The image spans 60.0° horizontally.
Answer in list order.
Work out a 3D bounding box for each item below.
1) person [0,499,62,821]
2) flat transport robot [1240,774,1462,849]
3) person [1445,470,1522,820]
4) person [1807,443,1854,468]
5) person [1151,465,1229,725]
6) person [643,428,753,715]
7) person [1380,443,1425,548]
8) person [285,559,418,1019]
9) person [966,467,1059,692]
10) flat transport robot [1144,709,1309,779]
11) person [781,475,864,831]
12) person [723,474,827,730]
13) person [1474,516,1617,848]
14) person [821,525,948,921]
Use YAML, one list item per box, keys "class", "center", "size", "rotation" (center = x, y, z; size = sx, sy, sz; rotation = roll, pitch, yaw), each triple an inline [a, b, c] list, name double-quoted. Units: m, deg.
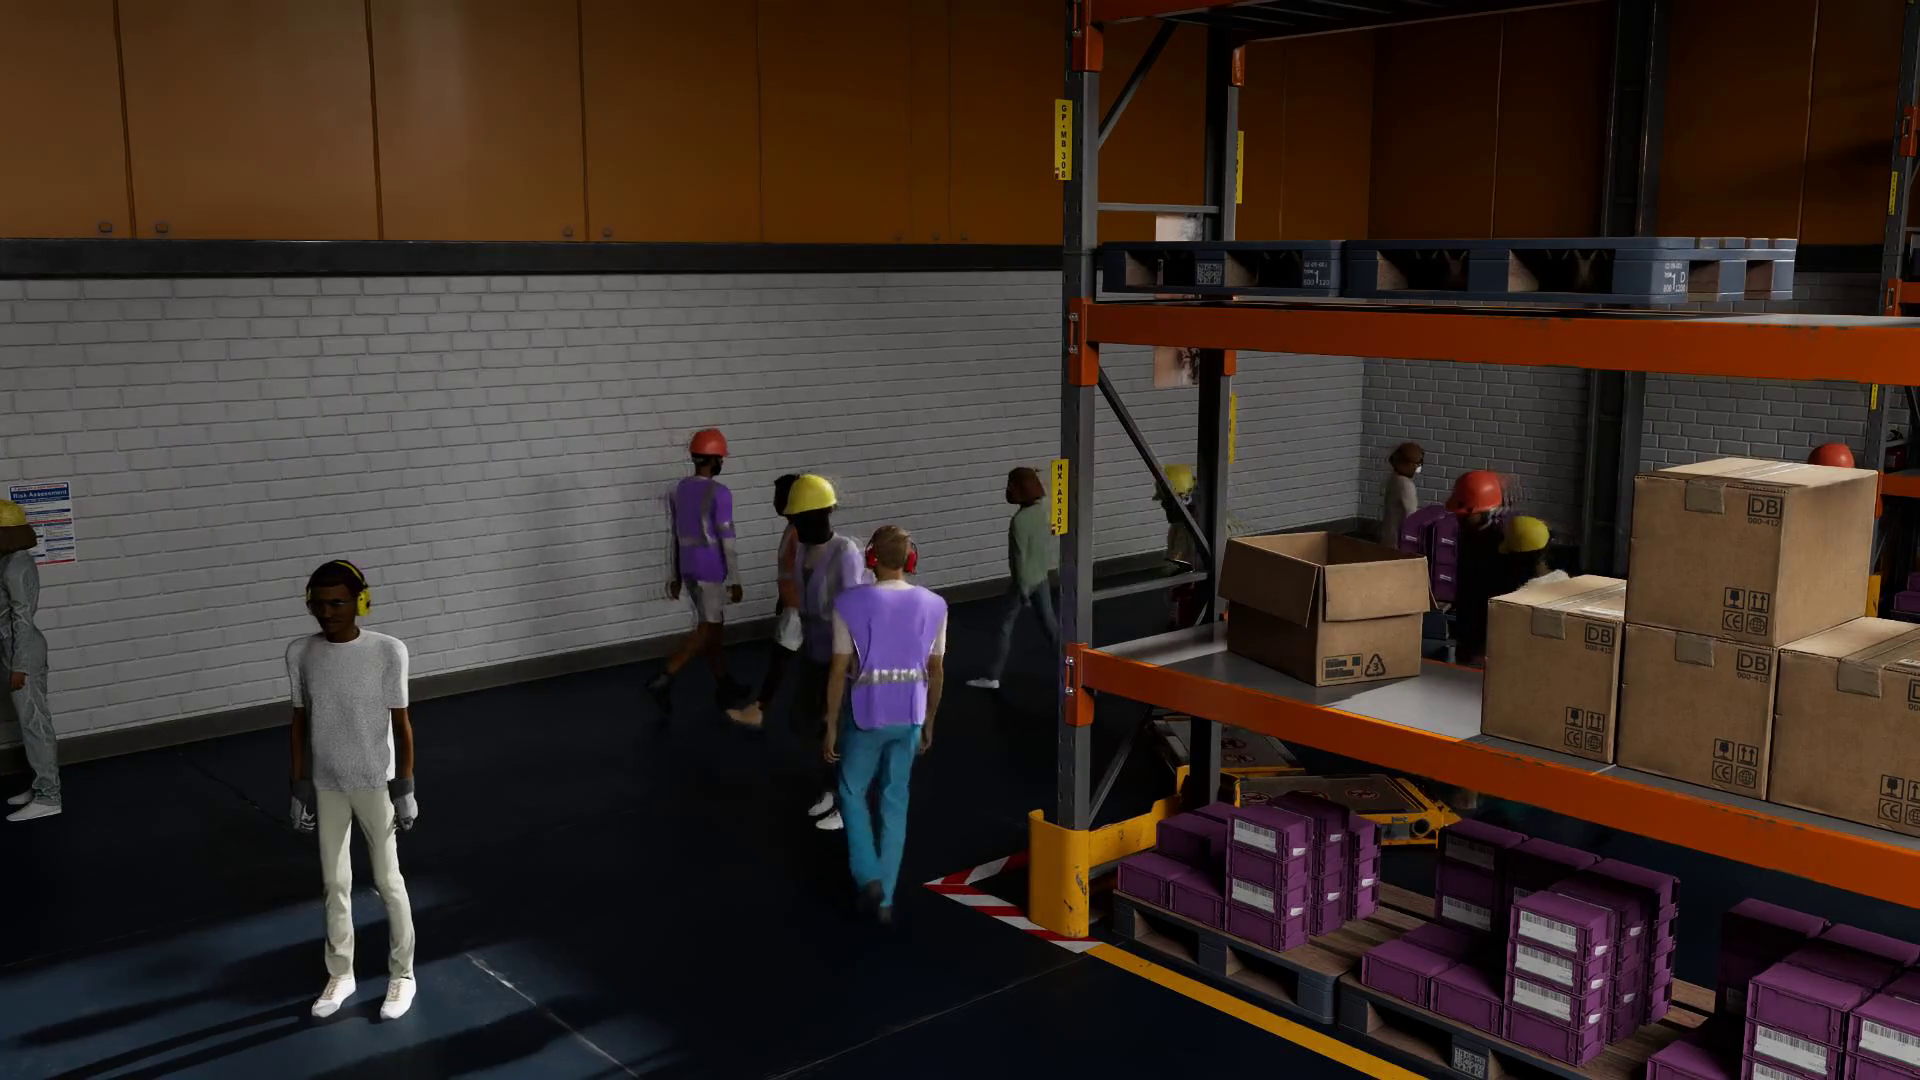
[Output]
- class: "person"
  center: [-5.099, 0.641, 8.998]
  size: [0.307, 1.743, 0.494]
  rotation: [-5, 11, -26]
- class: "flat transport robot"
  center: [1.891, 1.426, 8.704]
  size: [1.431, 0.197, 0.652]
  rotation: [-1, 10, -5]
- class: "person"
  center: [2.968, 0.567, 8.902]
  size: [0.905, 1.938, 0.656]
  rotation: [0, 10, 2]
- class: "person"
  center: [5.120, 0.377, 9.979]
  size: [0.374, 1.934, 0.548]
  rotation: [2, 10, 12]
- class: "person"
  center: [1.394, 0.439, 10.062]
  size: [0.486, 1.786, 0.646]
  rotation: [-2, 10, -11]
- class: "person"
  center: [-1.764, 0.209, 11.091]
  size: [0.569, 1.904, 0.897]
  rotation: [9, 13, 41]
- class: "person"
  center: [3.417, 0.006, 13.177]
  size: [0.807, 1.588, 0.522]
  rotation: [0, 10, 0]
- class: "person"
  center: [-2.422, 0.989, 6.626]
  size: [0.514, 1.861, 0.316]
  rotation: [1, 10, 3]
- class: "person"
  center: [0.495, 0.285, 11.543]
  size: [0.863, 1.594, 0.500]
  rotation: [6, 11, 30]
- class: "flat transport robot"
  center: [1.529, 1.257, 9.695]
  size: [0.652, 0.197, 1.431]
  rotation: [-1, 10, -5]
- class: "person"
  center: [-0.708, 0.598, 8.777]
  size: [0.455, 1.904, 0.623]
  rotation: [-7, 12, -35]
- class: "person"
  center: [-1.058, 0.398, 10.689]
  size: [0.890, 1.637, 0.533]
  rotation: [-1, 10, -3]
- class: "person"
  center: [3.036, 0.726, 8.519]
  size: [0.545, 1.724, 0.785]
  rotation: [-7, 12, -34]
- class: "person"
  center: [-0.342, 0.842, 7.612]
  size: [0.625, 1.811, 0.474]
  rotation: [-4, 10, -21]
